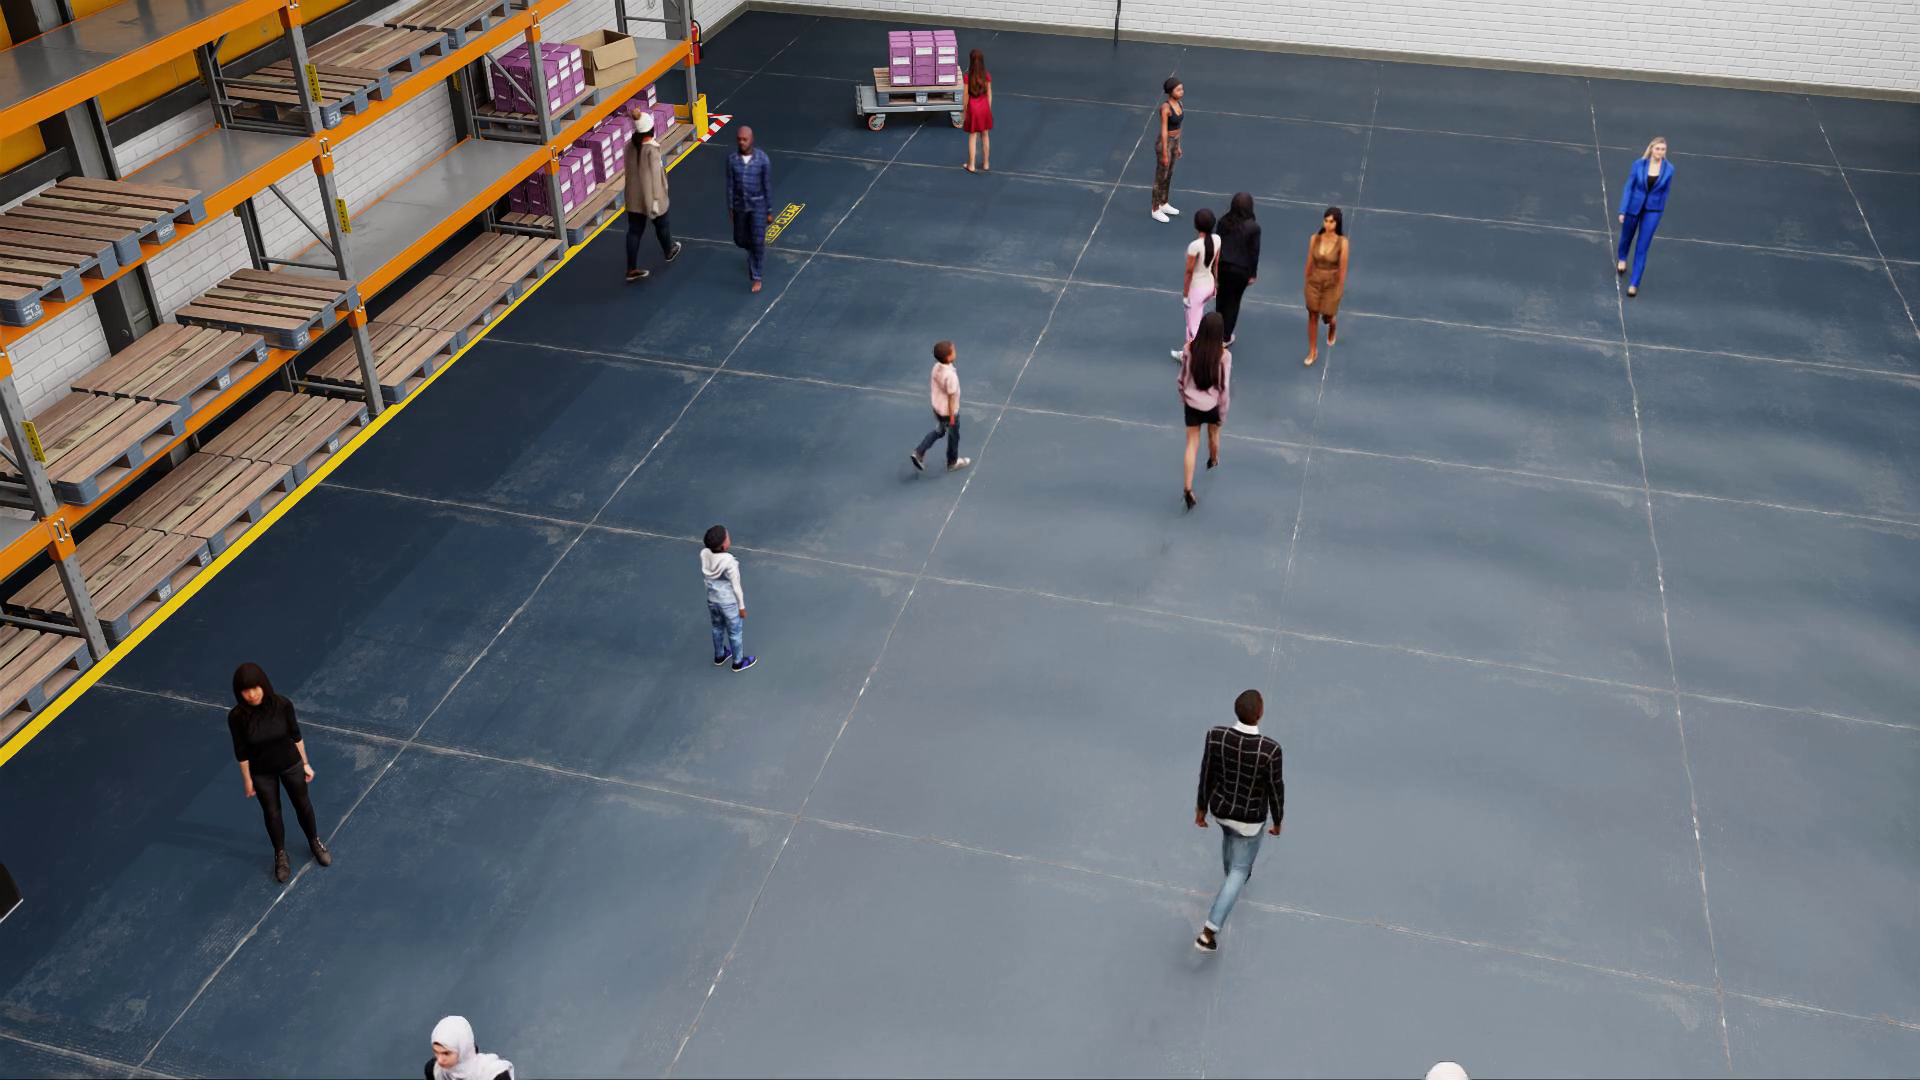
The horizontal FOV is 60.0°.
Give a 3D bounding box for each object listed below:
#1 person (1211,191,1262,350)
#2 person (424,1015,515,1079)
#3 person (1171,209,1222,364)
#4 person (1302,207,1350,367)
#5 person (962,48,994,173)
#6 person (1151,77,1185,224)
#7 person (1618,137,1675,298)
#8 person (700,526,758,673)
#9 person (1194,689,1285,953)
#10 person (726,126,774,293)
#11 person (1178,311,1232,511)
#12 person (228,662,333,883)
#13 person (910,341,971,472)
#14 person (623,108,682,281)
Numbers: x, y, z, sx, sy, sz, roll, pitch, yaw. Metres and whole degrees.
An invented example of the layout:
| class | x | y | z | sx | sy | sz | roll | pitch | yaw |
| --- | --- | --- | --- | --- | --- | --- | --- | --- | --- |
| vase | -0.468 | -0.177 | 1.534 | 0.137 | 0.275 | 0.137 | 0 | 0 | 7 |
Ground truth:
| class | x | y | z | sx | sy | sz | roll | pitch | yaw |
| --- | --- | --- | --- | --- | --- | --- | --- | --- | --- |
| person | 2.754 | -2.729 | 16.963 | 0.709 | 1.588 | 0.814 | 14 | 36 | 20 |
| person | -2.323 | 2.933 | 8.285 | 0.603 | 1.764 | 0.627 | 8 | 34 | 12 |
| person | 2.410 | -2.389 | 16.336 | 1.080 | 1.716 | 1.047 | -24 | 41 | -32 |
| person | 3.663 | -2.549 | 16.609 | 0.674 | 1.680 | 0.802 | 19 | 38 | 27 |
| person | 0.217 | -5.457 | 21.099 | 0.667 | 1.553 | 0.727 | -9 | 35 | -14 |
| person | 2.474 | -4.666 | 19.776 | 0.708 | 1.700 | 0.587 | 22 | 39 | 29 |
| person | 7.442 | -3.600 | 18.209 | 0.676 | 1.659 | 1.156 | 11 | 35 | 16 |
| person | -1.777 | 0.430 | 12.505 | 0.537 | 1.261 | 0.567 | 20 | 38 | 27 |
| person | 1.660 | 1.717 | 10.093 | 0.906 | 1.787 | 1.272 | 19 | 38 | 26 |
| person | -2.289 | -3.670 | 18.185 | 0.790 | 1.801 | 1.053 | 2 | 34 | 2 |
| person | 2.059 | -1.074 | 14.311 | 0.760 | 1.766 | 1.114 | 14 | 36 | 20 |
| person | -4.376 | 1.448 | 10.630 | 0.635 | 1.642 | 0.694 | -18 | 37 | -24 |
| person | -0.186 | -1.167 | 14.876 | 0.850 | 1.296 | 0.797 | -17 | 37 | -24 |
| person | -3.512 | -3.733 | 18.256 | 0.858 | 1.828 | 1.216 | 19 | 38 | 26 |
